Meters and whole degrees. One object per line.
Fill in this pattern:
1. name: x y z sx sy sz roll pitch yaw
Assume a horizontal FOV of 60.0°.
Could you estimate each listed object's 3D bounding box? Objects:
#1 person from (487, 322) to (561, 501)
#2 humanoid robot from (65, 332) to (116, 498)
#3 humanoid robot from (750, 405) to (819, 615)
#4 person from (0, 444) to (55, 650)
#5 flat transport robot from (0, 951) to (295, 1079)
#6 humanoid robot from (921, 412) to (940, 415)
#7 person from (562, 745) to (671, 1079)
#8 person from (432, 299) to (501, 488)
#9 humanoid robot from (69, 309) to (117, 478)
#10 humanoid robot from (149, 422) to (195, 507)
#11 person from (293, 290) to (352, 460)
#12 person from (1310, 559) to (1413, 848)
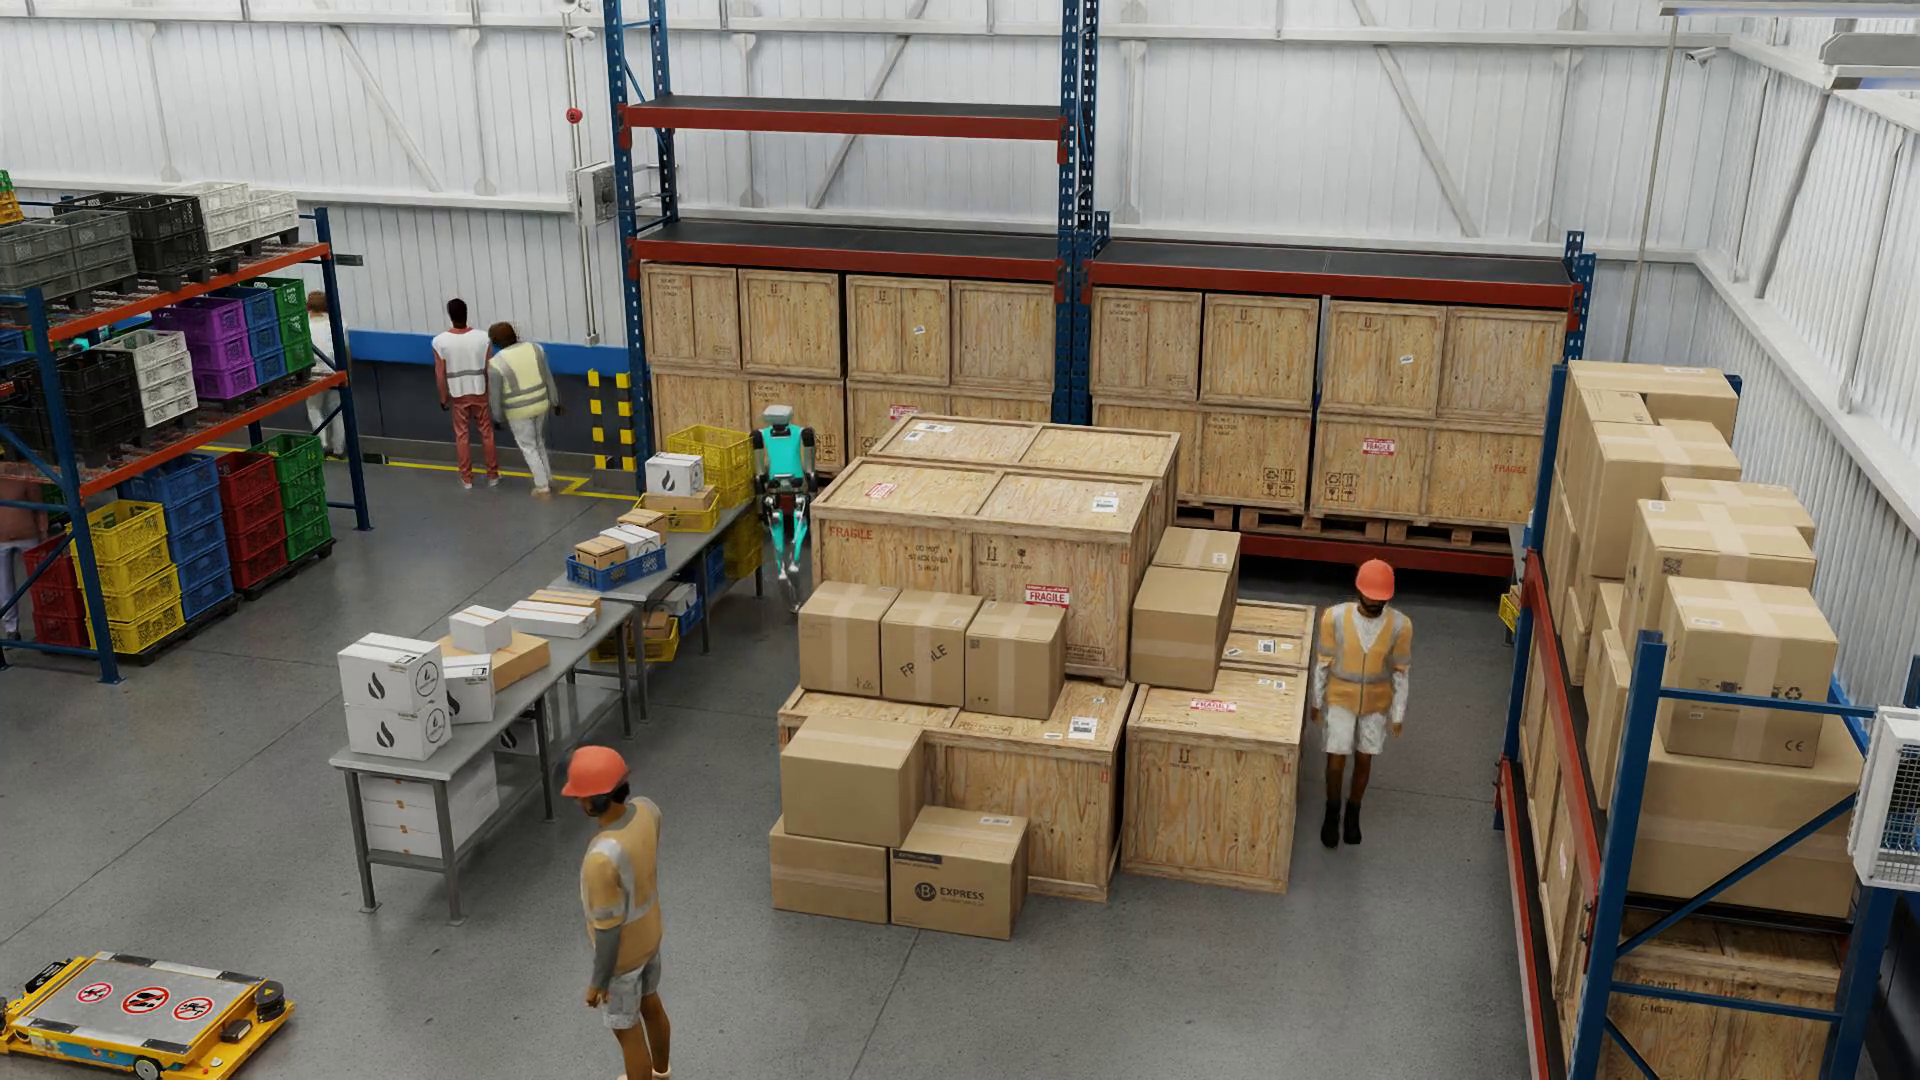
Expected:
1. person: -4.275 -1.258 16.197 0.561 1.795 0.694 16 26 36
2. humanoid robot: -8.663 -1.282 16.367 0.670 1.819 0.539 3 21 8
3. humanoid robot: -1.427 -0.122 13.382 0.570 1.827 0.787 2 21 4
4. person: -7.376 -0.004 12.956 0.530 1.767 0.326 -9 23 -23
5. flat transport robot: -4.270 2.464 8.601 1.431 0.231 0.659 5 22 13
6. humanoid robot: -0.530 -0.224 13.599 0.964 1.769 0.531 11 23 25
7. person: -1.577 1.862 7.699 0.385 2.039 0.605 4 21 11
8. person: -4.890 -1.446 16.549 0.605 1.910 0.415 -8 22 -19
9. humanoid robot: -8.832 -1.494 16.814 0.685 1.737 0.532 6 22 16
10. humanoid robot: -7.245 -0.834 15.258 0.611 1.634 0.395 14 25 32
11. person: -6.600 -1.690 17.285 0.580 1.822 0.473 -11 24 -27
12. person: 2.429 1.004 10.109 0.568 1.914 0.543 3 21 7
